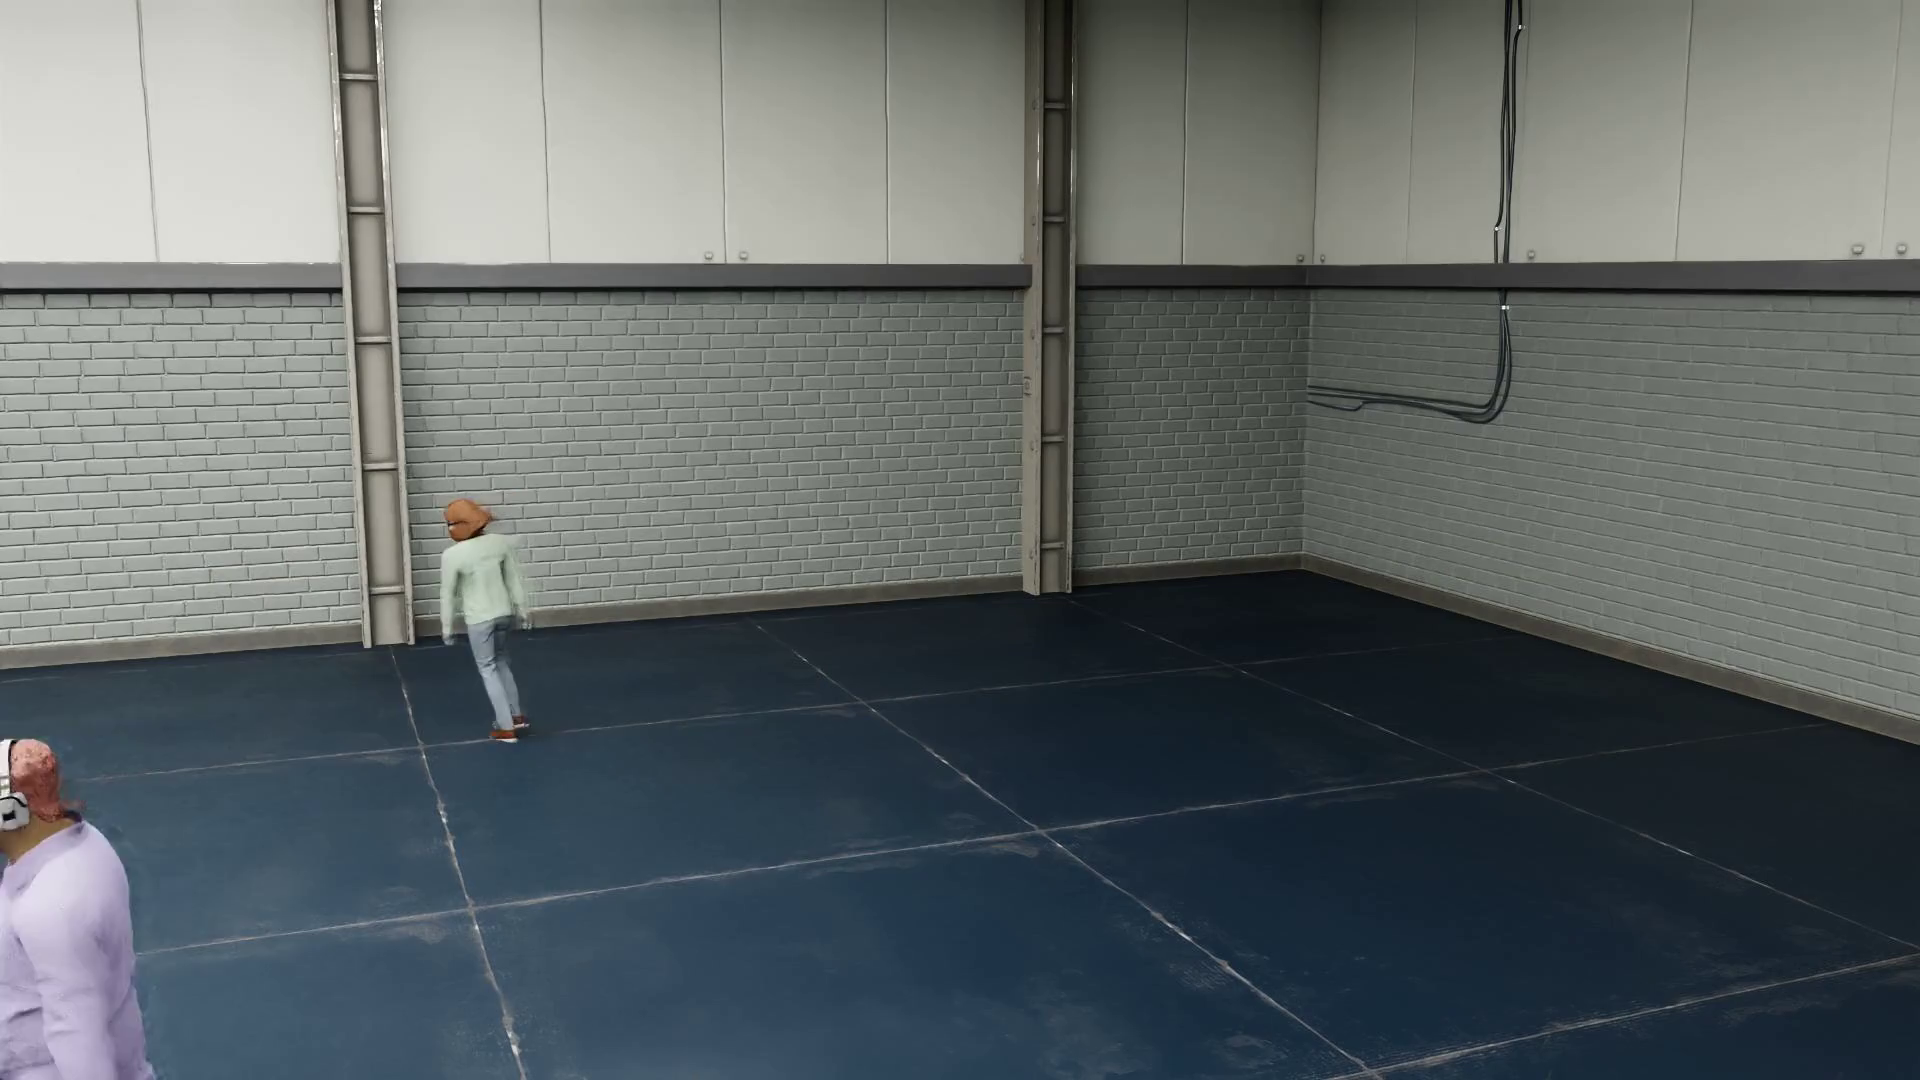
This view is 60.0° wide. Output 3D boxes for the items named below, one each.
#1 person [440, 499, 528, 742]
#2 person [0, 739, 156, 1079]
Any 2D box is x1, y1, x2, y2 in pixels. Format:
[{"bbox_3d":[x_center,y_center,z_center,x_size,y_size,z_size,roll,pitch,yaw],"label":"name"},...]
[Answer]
[{"bbox_3d":[-3.077,0.520,10.767,0.393,1.604,0.545,7,12,38],"label":"person"},{"bbox_3d":[-2.392,1.422,4.412,1.050,1.845,0.633,-3,10,-18],"label":"person"}]
